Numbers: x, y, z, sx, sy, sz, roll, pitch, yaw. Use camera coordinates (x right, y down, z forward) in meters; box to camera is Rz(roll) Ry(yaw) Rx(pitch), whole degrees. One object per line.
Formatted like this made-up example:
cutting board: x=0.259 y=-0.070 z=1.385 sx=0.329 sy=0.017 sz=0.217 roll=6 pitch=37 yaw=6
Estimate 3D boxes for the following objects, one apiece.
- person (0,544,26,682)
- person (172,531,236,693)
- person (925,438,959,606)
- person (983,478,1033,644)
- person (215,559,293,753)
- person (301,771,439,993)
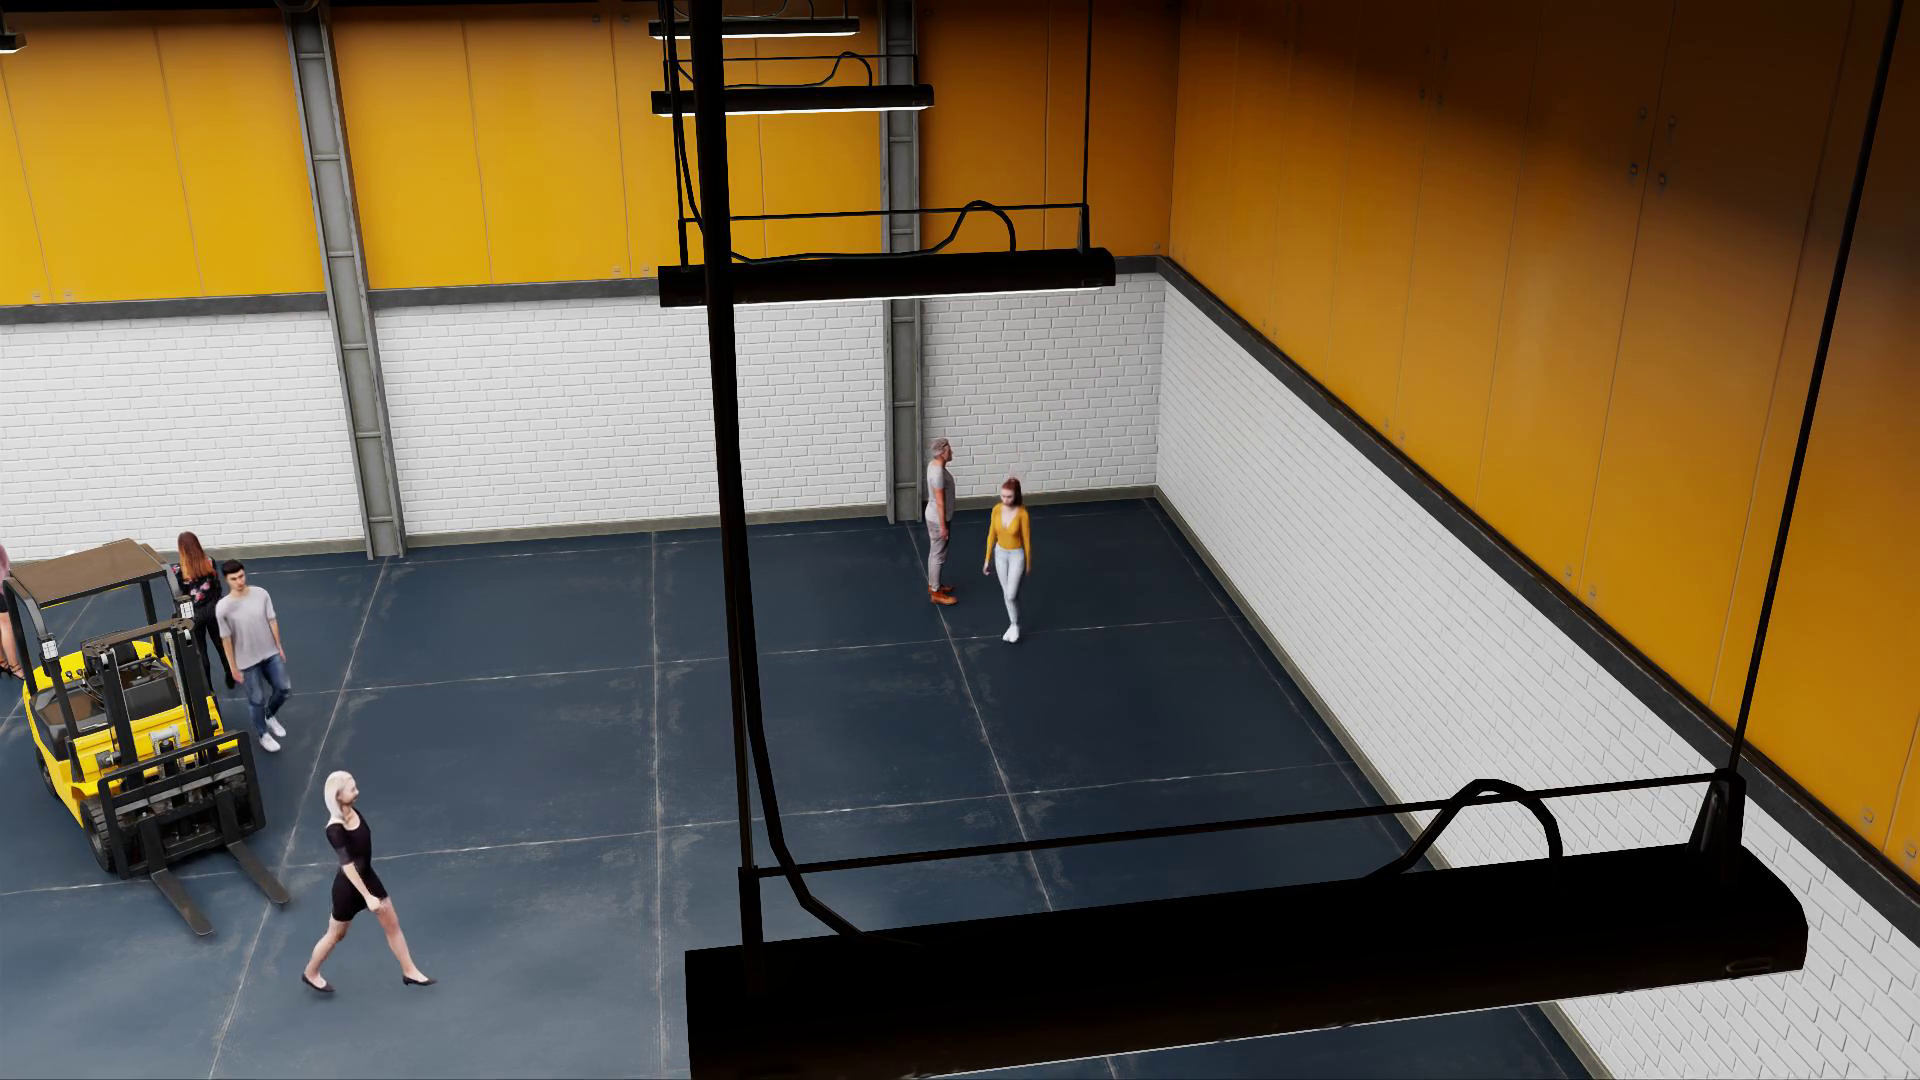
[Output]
person: x=-9.313 y=0.517 z=16.022 sx=0.680 sy=1.811 sz=0.752 roll=14 pitch=27 yaw=29
person: x=-7.197 y=0.683 z=15.803 sx=0.613 sy=1.682 sz=0.707 roll=-21 pitch=32 yaw=-40
person: x=-0.234 y=-0.223 z=17.689 sx=0.573 sy=1.831 sz=0.706 roll=-2 pitch=24 yaw=-5
person: x=0.537 y=0.177 z=16.890 sx=0.677 sy=1.739 sz=0.751 roll=12 pitch=26 yaw=26
person: x=-6.334 y=1.005 z=14.825 sx=0.904 sy=1.875 sz=0.837 roll=17 pitch=29 yaw=34
person: x=-4.327 y=2.461 z=11.612 sx=1.214 sy=1.781 sz=0.729 roll=0 pitch=24 yaw=0
